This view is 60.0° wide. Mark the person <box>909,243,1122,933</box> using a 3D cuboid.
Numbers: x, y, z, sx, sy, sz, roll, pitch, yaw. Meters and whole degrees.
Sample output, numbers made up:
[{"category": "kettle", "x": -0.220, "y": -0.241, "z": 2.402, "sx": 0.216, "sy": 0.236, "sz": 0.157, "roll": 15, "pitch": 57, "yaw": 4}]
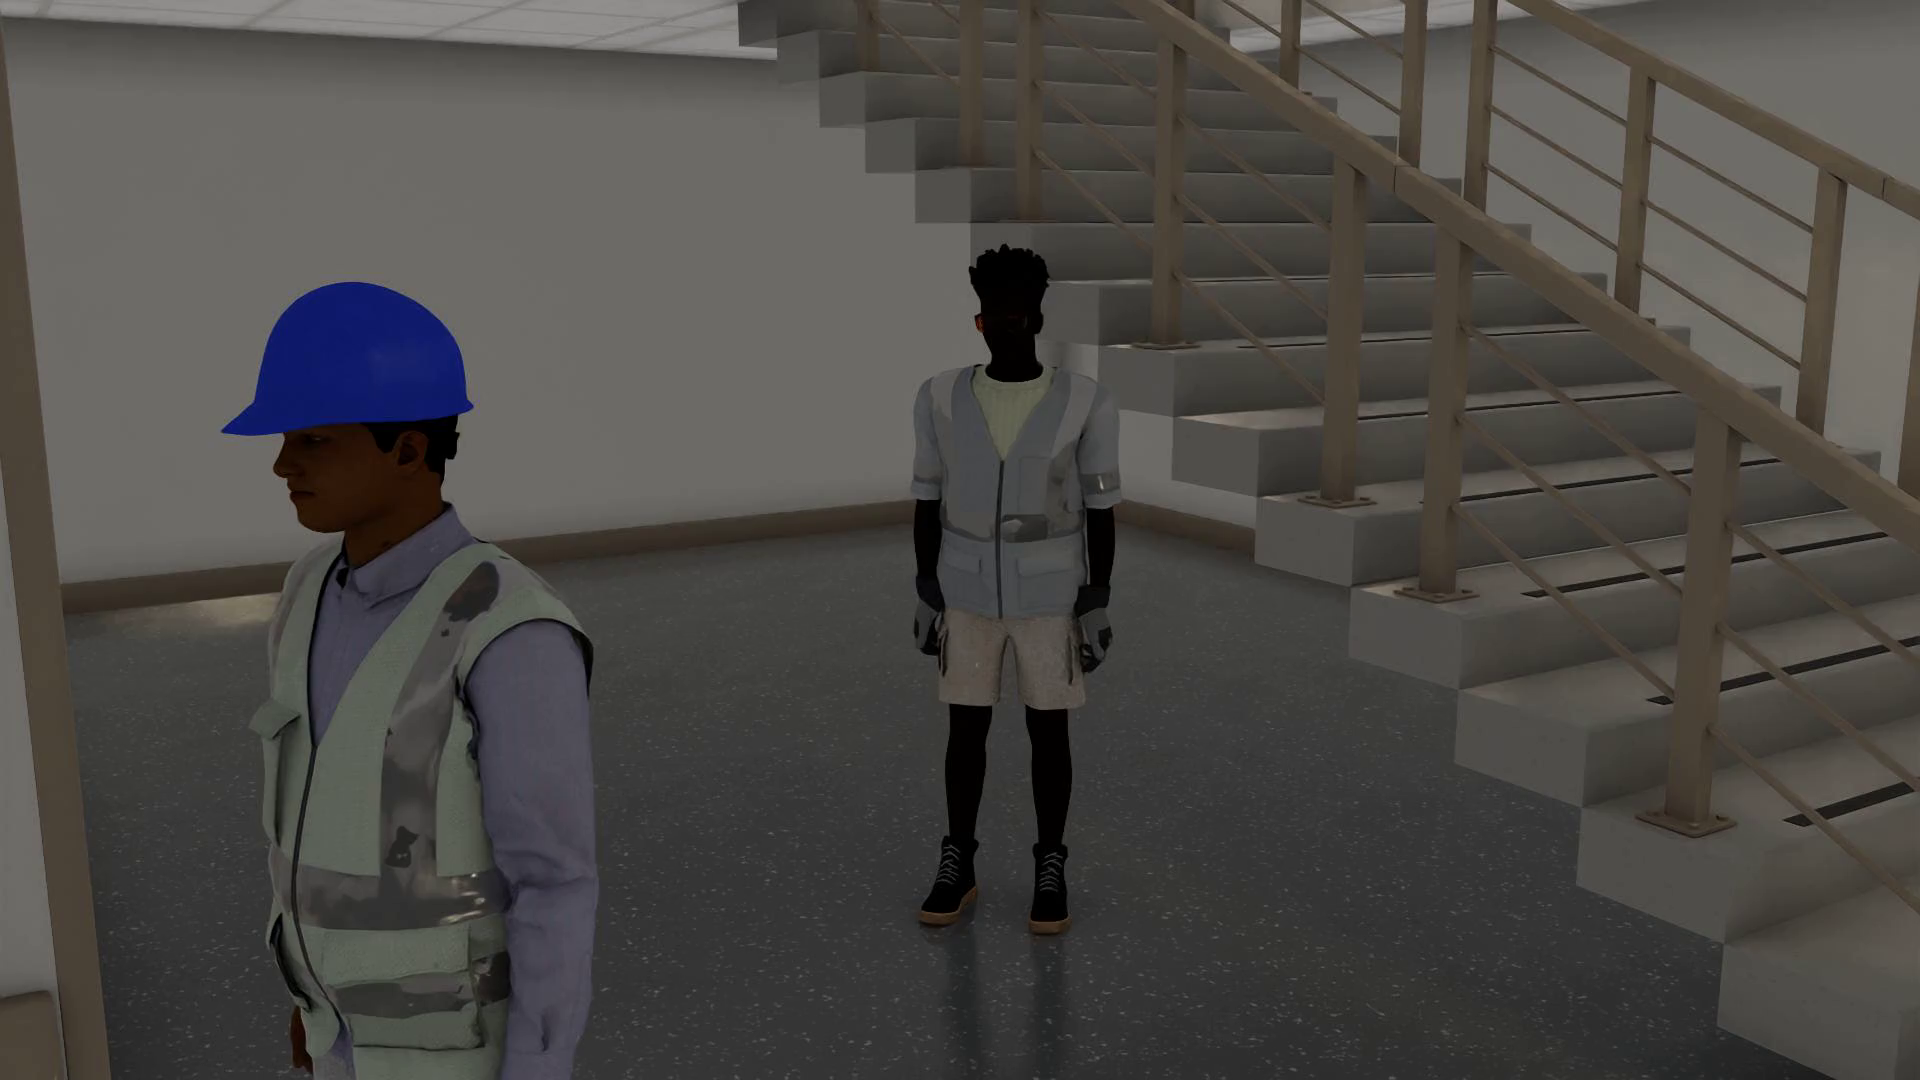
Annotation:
[{"category": "person", "x": 0.148, "y": 0.150, "z": 4.750, "sx": 0.608, "sy": 1.966, "sz": 0.371, "roll": 3, "pitch": 11, "yaw": 13}]

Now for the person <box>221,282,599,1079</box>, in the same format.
[{"category": "person", "x": -0.726, "y": 0.635, "z": 2.251, "sx": 0.605, "sy": 1.948, "sz": 0.391, "roll": 8, "pitch": 14, "yaw": 38}]
